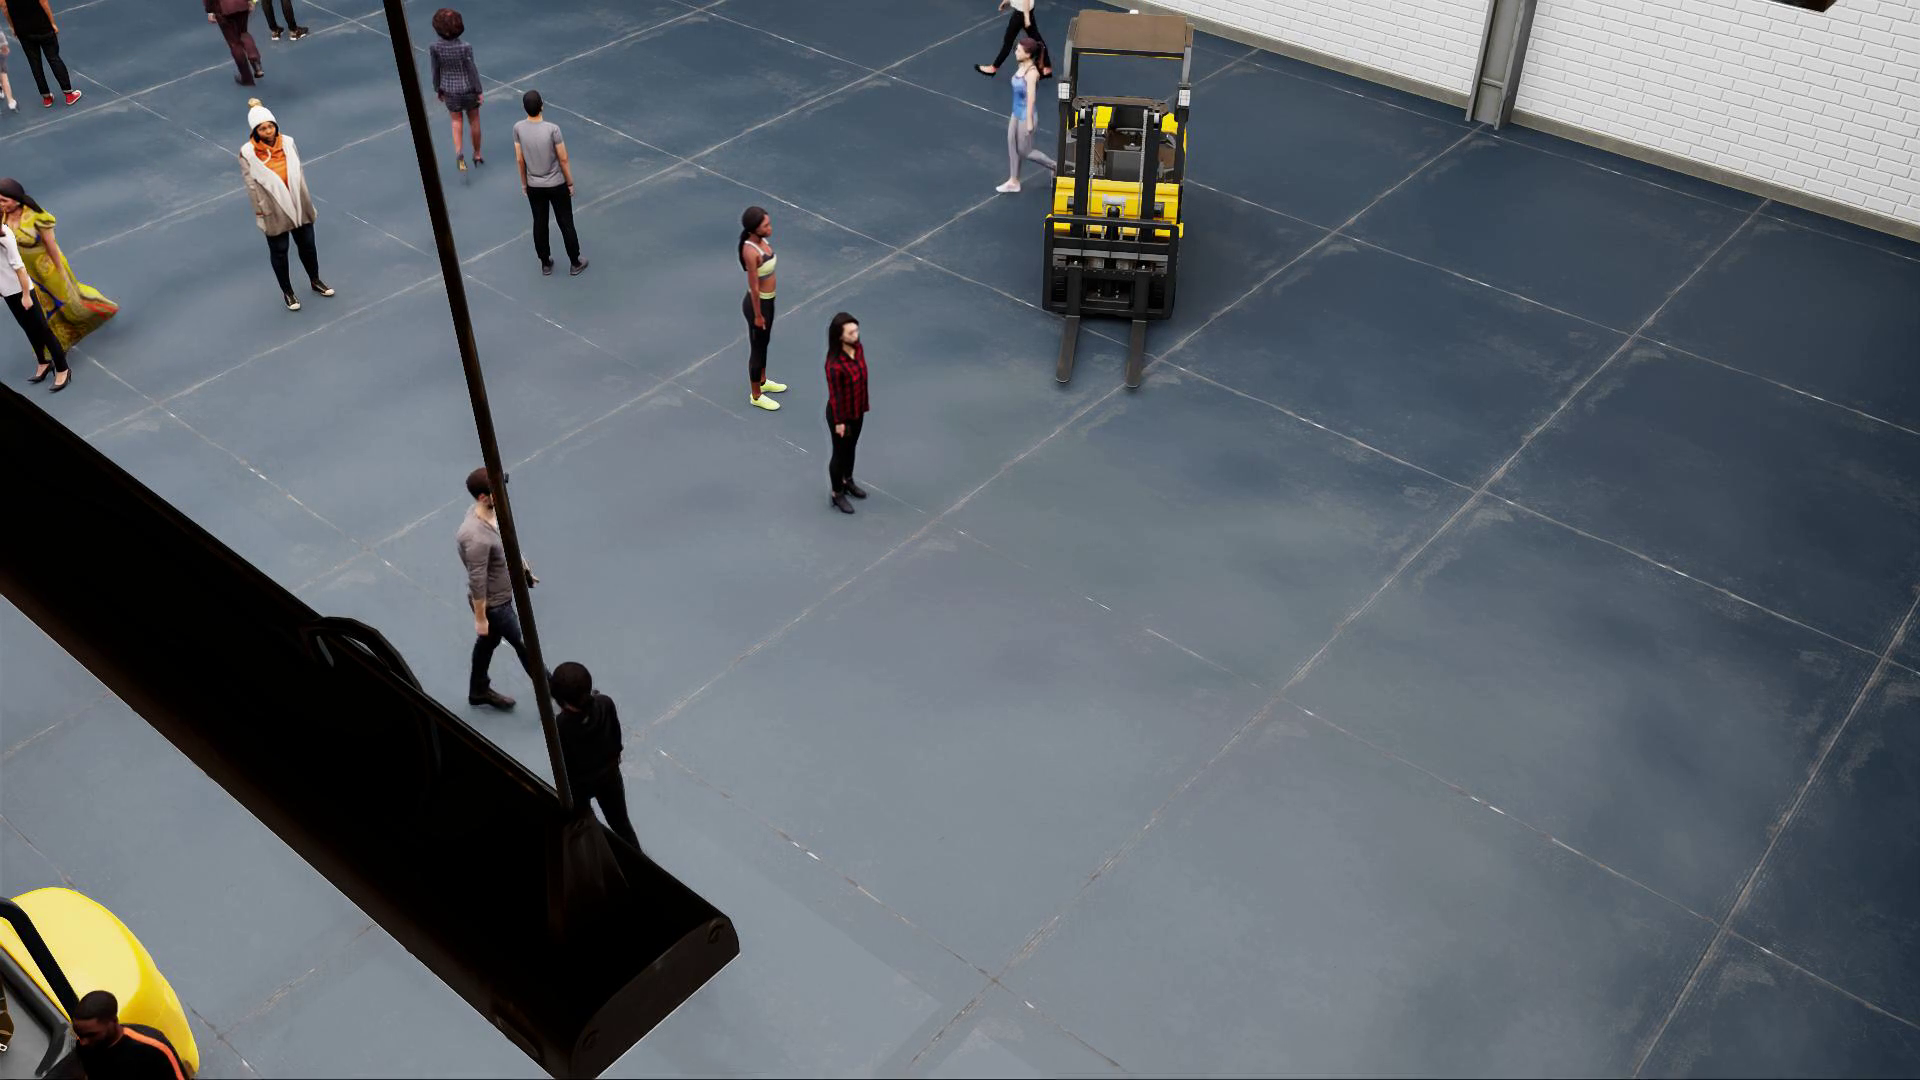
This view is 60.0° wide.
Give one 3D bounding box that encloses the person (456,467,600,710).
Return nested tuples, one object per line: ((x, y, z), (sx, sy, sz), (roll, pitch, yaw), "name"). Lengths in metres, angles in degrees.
((-3.033, 0.361, 10.496), (1.227, 1.868, 1.153), (-1, 39, -1), "person")

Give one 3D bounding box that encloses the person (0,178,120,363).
((-7.711, -2.315, 14.027), (1.216, 1.642, 1.234), (1, 39, 1), "person")

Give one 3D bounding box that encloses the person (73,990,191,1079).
((-3.700, 2.639, 7.694), (0.703, 1.804, 0.811), (3, 39, 4), "person")

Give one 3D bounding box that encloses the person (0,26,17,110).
((-10.567, -5.309, 18.102), (0.749, 1.236, 0.935), (-16, 41, -19), "person")

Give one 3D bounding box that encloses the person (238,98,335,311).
((-5.976, -2.970, 14.652), (0.670, 1.887, 0.697), (31, 48, 33), "person")

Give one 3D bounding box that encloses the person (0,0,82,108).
((-10.043, -5.571, 18.011), (0.719, 1.758, 0.759), (-8, 39, -10), "person")

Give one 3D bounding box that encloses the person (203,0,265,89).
((-7.999, -5.884, 18.321), (0.663, 1.860, 0.708), (26, 45, 29), "person")

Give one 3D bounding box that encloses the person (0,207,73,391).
((-7.676, -2.035, 13.555), (0.496, 1.794, 0.694), (22, 44, 25), "person")

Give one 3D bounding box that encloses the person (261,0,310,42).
((-8.116, -6.795, 19.469), (0.705, 1.851, 0.816), (4, 39, 5), "person")

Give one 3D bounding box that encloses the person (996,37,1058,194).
((0.699, -4.159, 16.375), (0.957, 1.594, 0.940), (-7, 39, -8), "person")

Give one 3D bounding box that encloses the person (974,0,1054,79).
((0.791, -5.881, 18.470), (1.185, 1.670, 1.011), (4, 39, 5), "person")

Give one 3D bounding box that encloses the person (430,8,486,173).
((-5.033, -4.444, 16.658), (0.899, 1.686, 0.945), (0, 39, 0), "person")

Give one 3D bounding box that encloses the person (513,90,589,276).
((-3.755, -3.238, 15.093), (0.667, 1.754, 0.758), (2, 39, 2), "person")

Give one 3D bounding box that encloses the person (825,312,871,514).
((-0.857, -0.962, 12.322), (0.597, 1.656, 0.637), (16, 41, 19), "person")

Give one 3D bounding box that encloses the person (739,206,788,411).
((-1.621, -1.889, 13.405), (0.661, 1.753, 0.642), (5, 39, 6), "person")

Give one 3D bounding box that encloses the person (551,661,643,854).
((-2.023, 1.398, 9.387), (0.759, 1.631, 1.143), (-25, 45, -28), "person")
